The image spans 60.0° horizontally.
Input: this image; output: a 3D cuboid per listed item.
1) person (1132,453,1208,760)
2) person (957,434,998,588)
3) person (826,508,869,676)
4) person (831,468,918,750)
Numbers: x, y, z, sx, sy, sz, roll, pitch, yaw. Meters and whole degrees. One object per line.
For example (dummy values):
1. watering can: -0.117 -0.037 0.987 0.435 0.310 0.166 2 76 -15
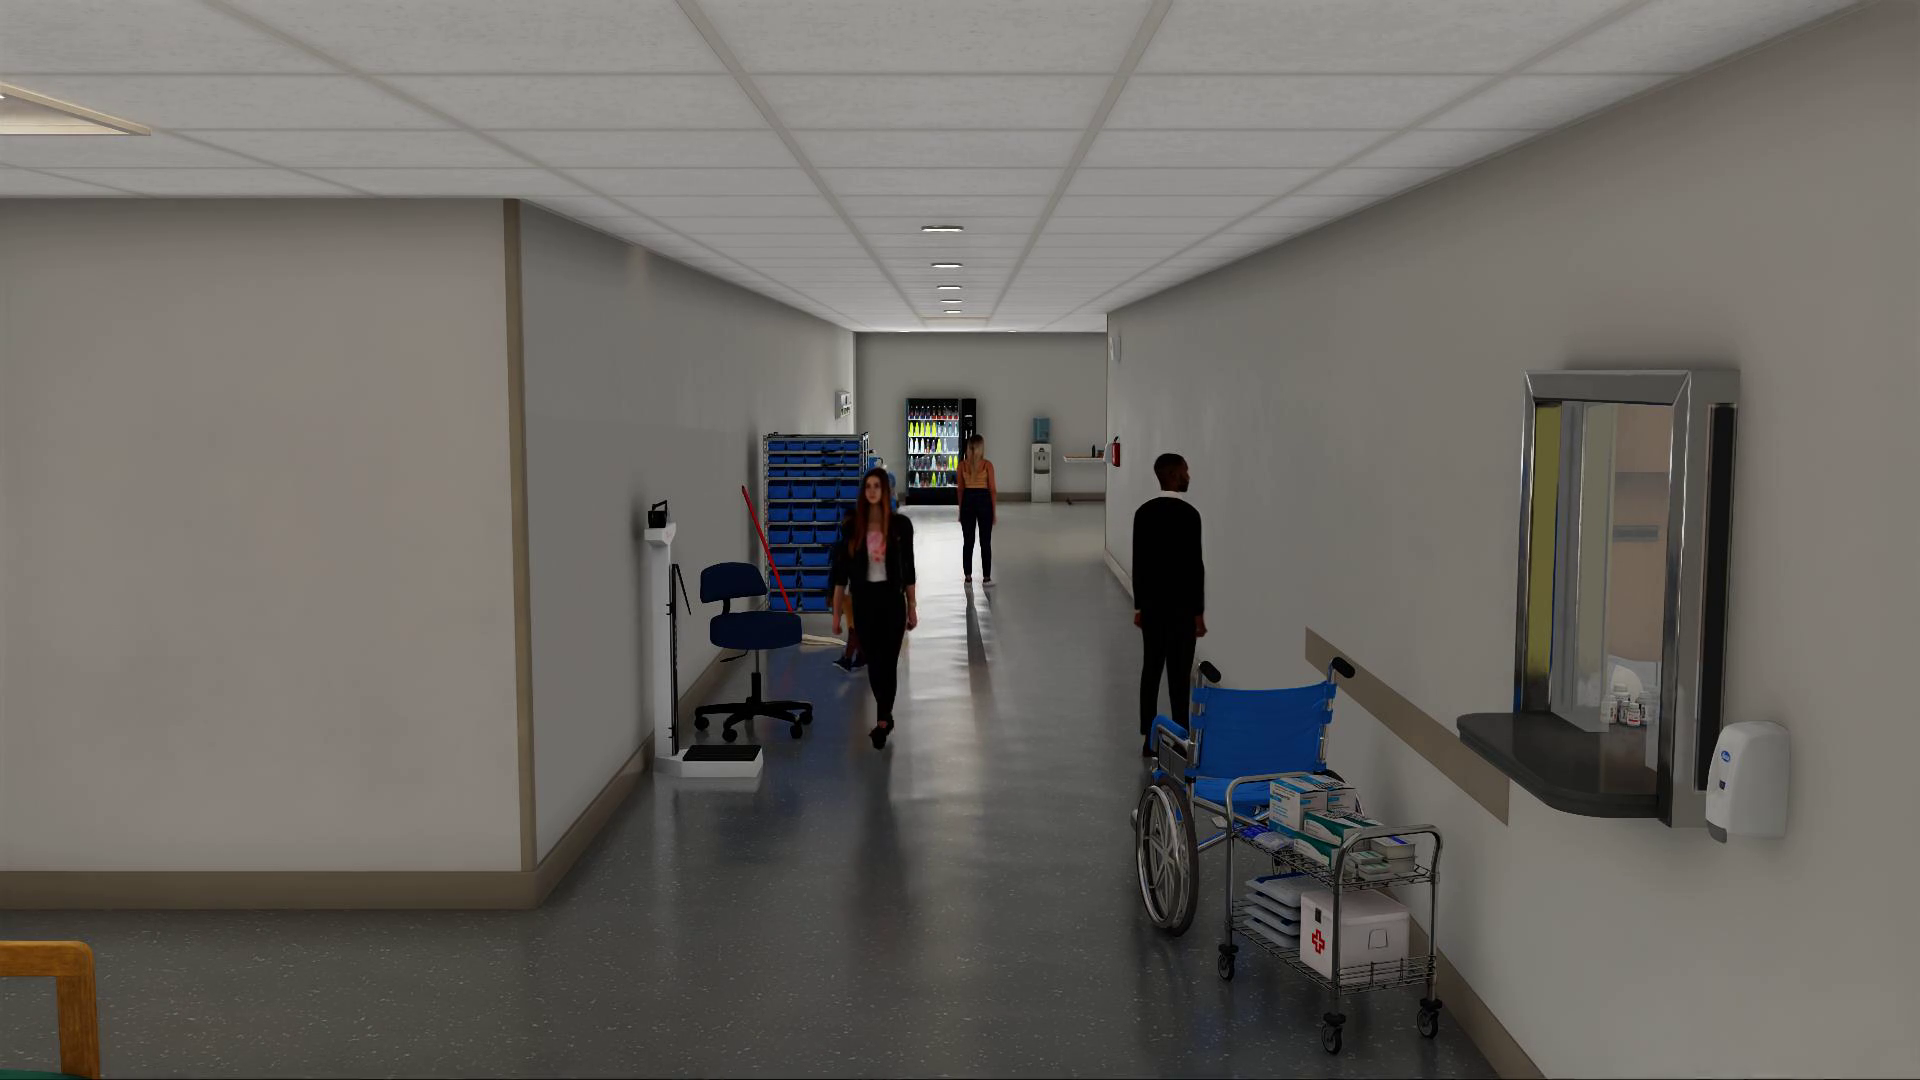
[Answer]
1. person: 1.224 0.387 9.850 0.707 1.808 0.777 5 8 42
2. person: 0.176 -0.317 17.744 0.515 1.629 0.669 1 6 11
3. person: -0.775 0.389 12.642 0.837 1.245 0.824 3 7 29
4. person: -0.481 0.420 10.194 1.066 1.673 0.805 1 6 8
